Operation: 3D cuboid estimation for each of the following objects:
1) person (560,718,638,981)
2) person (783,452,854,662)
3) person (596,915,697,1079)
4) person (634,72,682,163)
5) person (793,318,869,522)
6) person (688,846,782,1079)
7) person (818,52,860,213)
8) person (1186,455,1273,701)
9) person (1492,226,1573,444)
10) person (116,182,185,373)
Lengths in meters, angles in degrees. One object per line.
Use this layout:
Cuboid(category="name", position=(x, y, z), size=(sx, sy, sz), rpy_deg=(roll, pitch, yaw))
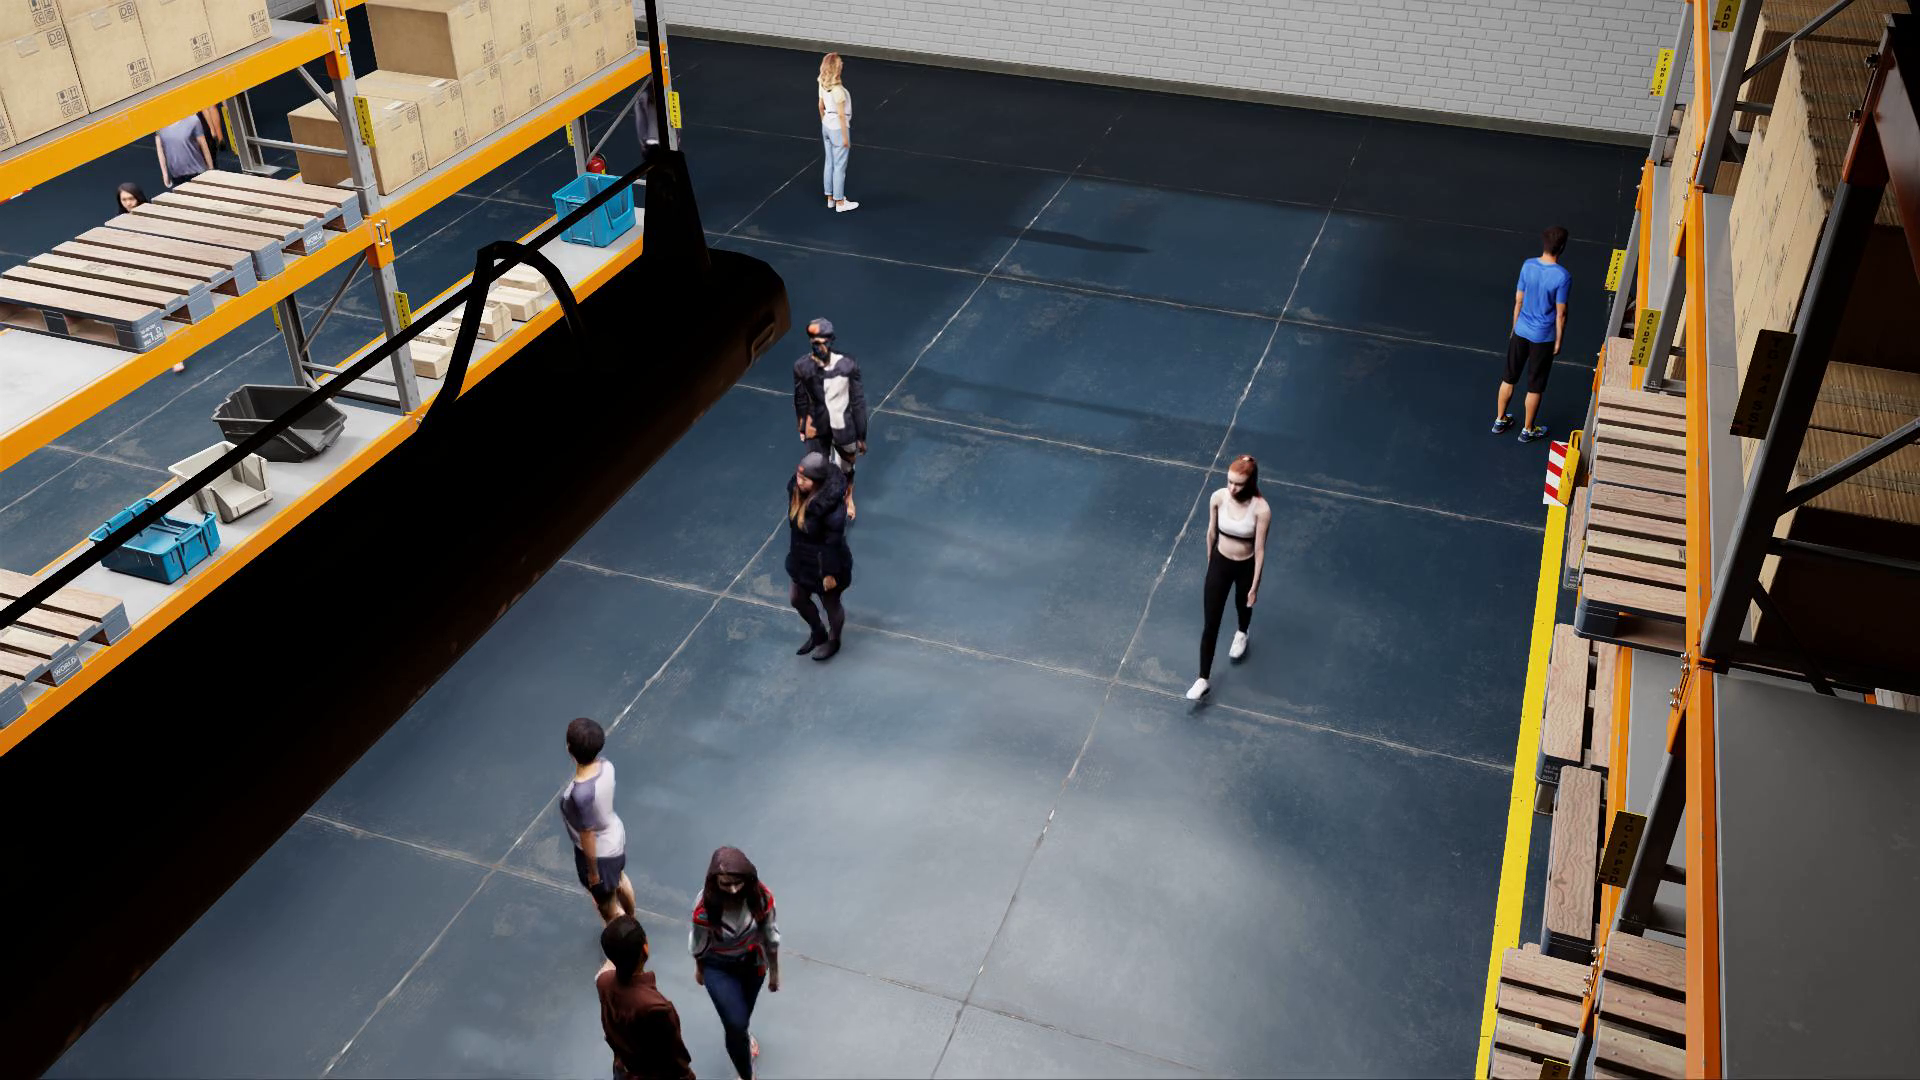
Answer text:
Cuboid(category="person", position=(-1.945, 1.683, 9.008), size=(0.813, 1.545, 0.579), rpy_deg=(-5, 34, -8))
Cuboid(category="person", position=(-0.888, 0.094, 11.289), size=(0.798, 1.666, 0.784), rpy_deg=(-27, 42, -35))
Cuboid(category="person", position=(-1.476, 2.516, 7.576), size=(1.072, 1.742, 0.910), rpy_deg=(-27, 42, -34))
Cuboid(category="person", position=(-3.247, -4.354, 18.058), size=(0.917, 1.581, 0.976), rpy_deg=(-15, 36, -21))
Cuboid(category="person", position=(-0.945, -0.842, 12.537), size=(1.005, 1.843, 1.314), rpy_deg=(-1, 34, -1))
Cuboid(category="person", position=(-1.145, 2.067, 8.393), size=(0.886, 1.585, 0.941), rpy_deg=(-19, 38, -26))
Cuboid(category="person", position=(-1.356, -4.422, 18.032), size=(0.734, 1.723, 0.713), rpy_deg=(-21, 39, -28))
Cuboid(category="person", position=(1.881, 0.186, 11.127), size=(0.725, 1.692, 1.208), rpy_deg=(17, 37, 24))
Cuboid(category="person", position=(4.766, -1.705, 13.813), size=(0.709, 1.868, 0.701), rpy_deg=(-27, 42, -34))
Cuboid(category="person", position=(-7.328, -2.437, 15.089), size=(0.985, 1.675, 1.143), rpy_deg=(-7, 34, -11))
